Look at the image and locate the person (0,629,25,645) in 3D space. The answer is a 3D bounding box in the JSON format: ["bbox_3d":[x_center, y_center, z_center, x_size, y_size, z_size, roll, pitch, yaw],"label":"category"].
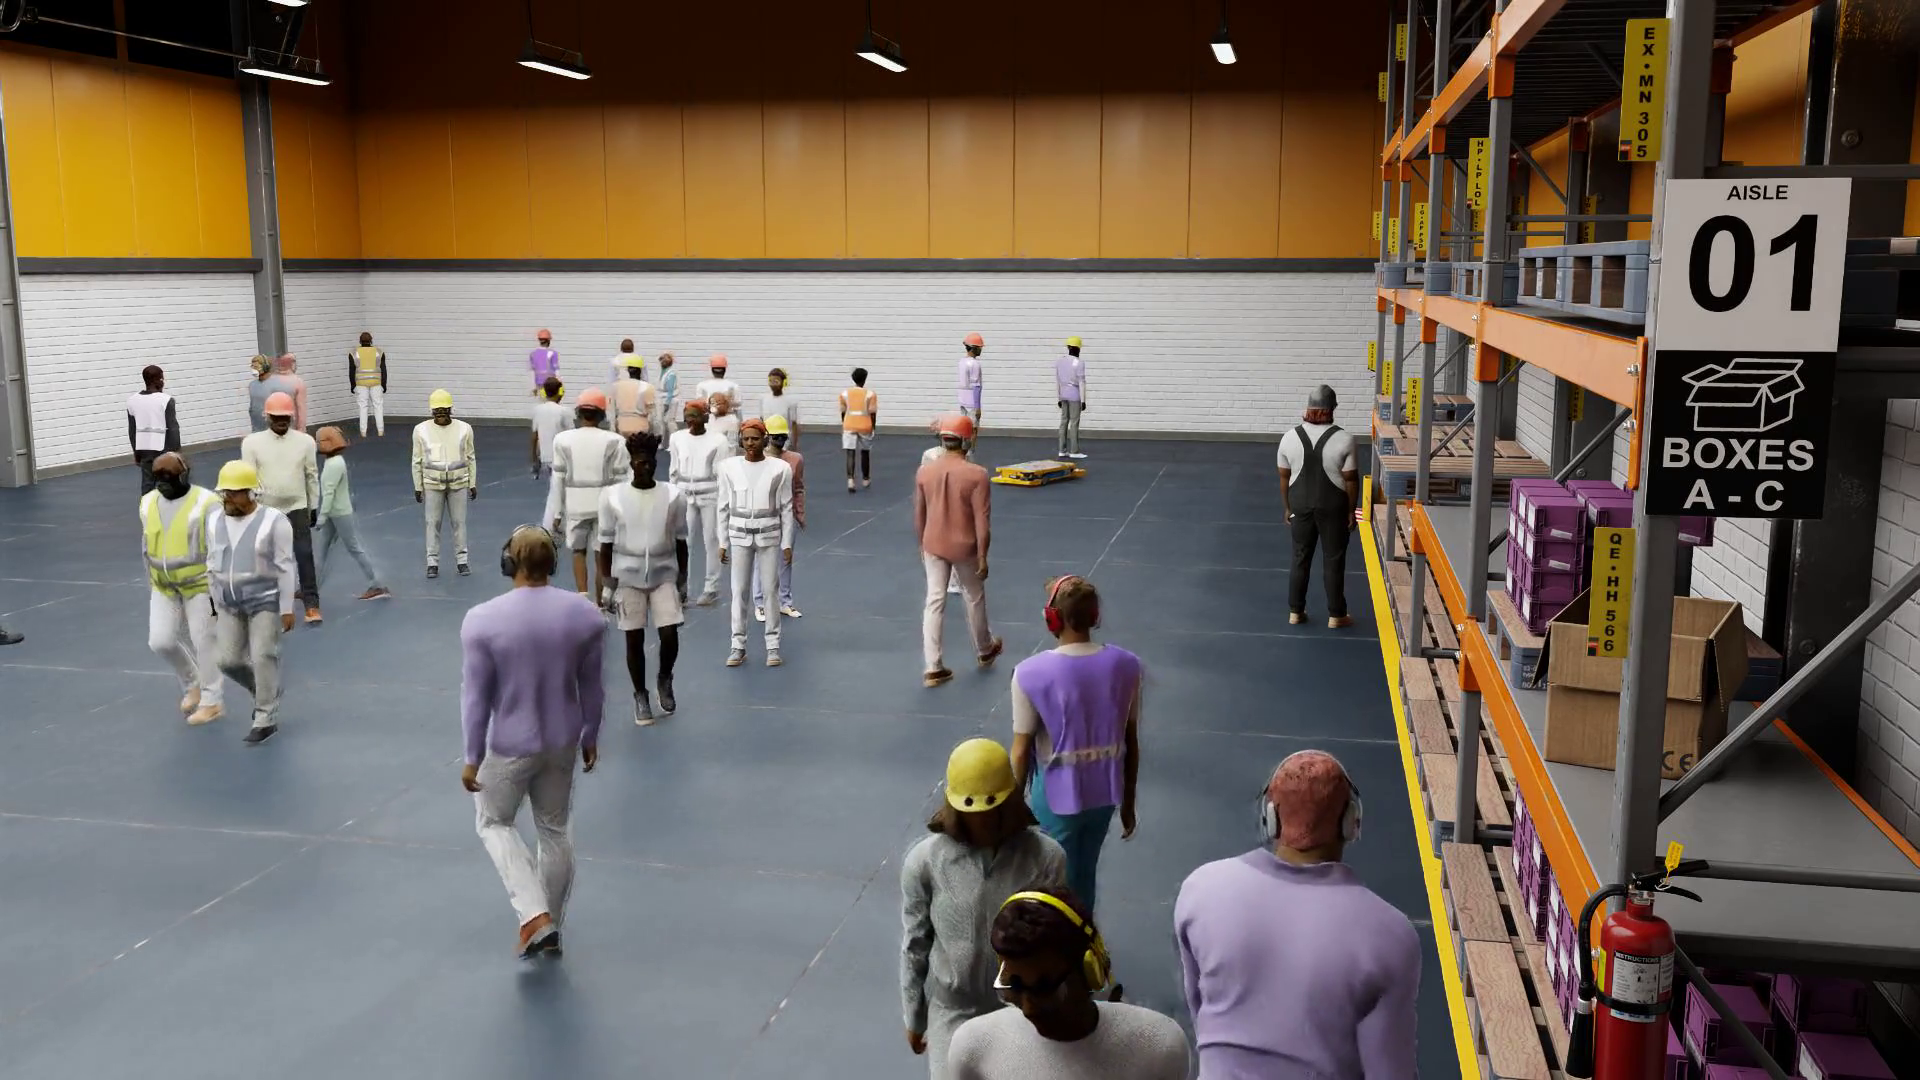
[{"bbox_3d":[-7.856,-0.085,13.084,0.650,1.924,0.564,-6,11,-31],"label":"person"}]

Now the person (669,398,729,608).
[{"bbox_3d":[-2.333,-0.304,14.583,0.614,1.856,0.803,3,10,15],"label":"person"}]

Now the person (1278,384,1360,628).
[{"bbox_3d":[3.036,-0.291,13.968,0.684,2.000,0.538,5,11,30],"label":"person"}]

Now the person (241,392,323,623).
[{"bbox_3d":[-5.700,-0.252,13.992,0.643,1.957,0.915,-5,11,-27],"label":"person"}]

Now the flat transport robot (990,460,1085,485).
[{"bbox_3d":[1.098,-0.947,23.242,0.652,0.197,1.431,7,12,36],"label":"flat transport robot"}]

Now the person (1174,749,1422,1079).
[{"bbox_3d":[0.876,1.424,4.199,0.645,1.853,0.981,5,11,30],"label":"person"}]

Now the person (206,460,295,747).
[{"bbox_3d":[-4.489,0.385,10.577,0.595,1.818,0.497,1,10,8],"label":"person"}]

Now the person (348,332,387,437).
[{"bbox_3d":[-10.428,-2.739,29.313,0.636,1.842,0.429,-4,10,-25],"label":"person"}]

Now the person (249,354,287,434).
[{"bbox_3d":[-8.486,-1.311,20.419,0.629,1.940,0.376,6,11,31],"label":"person"}]

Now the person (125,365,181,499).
[{"bbox_3d":[-8.948,-0.979,18.508,0.587,1.911,0.391,2,10,10],"label":"person"}]

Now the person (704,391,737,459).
[{"bbox_3d":[-2.715,-0.871,18.703,0.523,1.612,0.365,6,11,33],"label":"person"}]

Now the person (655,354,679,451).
[{"bbox_3d":[-4.773,-2.216,26.882,0.623,1.595,0.572,-8,12,-40],"label":"person"}]

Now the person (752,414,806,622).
[{"bbox_3d":[-1.555,-0.191,14.188,0.525,1.769,0.328,-6,11,-30],"label":"person"}]

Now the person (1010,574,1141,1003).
[{"bbox_3d":[0.479,1.045,6.576,0.572,1.820,0.730,-5,10,-25],"label":"person"}]

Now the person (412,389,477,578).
[{"bbox_3d":[-4.996,-0.548,16.146,0.600,1.829,0.404,-4,10,-21],"label":"person"}]

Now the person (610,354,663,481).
[{"bbox_3d":[-4.076,-1.400,21.097,0.607,1.892,0.856,3,10,18],"label":"person"}]

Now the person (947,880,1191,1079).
[{"bbox_3d":[0.249,1.555,3.489,0.546,1.835,0.490,1,9,4],"label":"person"}]

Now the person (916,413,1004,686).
[{"bbox_3d":[-0.005,0.044,12.218,0.651,1.942,0.995,4,10,25],"label":"person"}]

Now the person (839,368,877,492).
[{"bbox_3d":[-1.369,-1.480,22.295,0.523,1.653,0.827,1,9,3],"label":"person"}]

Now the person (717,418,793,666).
[{"bbox_3d":[-1.548,0.020,12.576,0.573,1.882,0.356,0,9,-1],"label":"person"}]

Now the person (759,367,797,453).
[{"bbox_3d":[-2.113,-1.085,19.329,0.544,1.850,0.524,4,10,23],"label":"person"}]

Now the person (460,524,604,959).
[{"bbox_3d":[-1.836,0.888,7.198,0.656,1.928,0.454,-7,12,-37],"label":"person"}]

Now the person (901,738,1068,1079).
[{"bbox_3d":[0.091,1.403,4.754,0.482,1.703,0.780,-2,10,-11],"label":"person"}]

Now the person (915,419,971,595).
[{"bbox_3d":[-0.176,-0.323,15.457,0.538,1.601,0.781,-6,11,-33],"label":"person"}]

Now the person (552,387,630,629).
[{"bbox_3d":[-3.052,-0.260,13.832,0.633,2.023,0.429,-1,9,-6],"label":"person"}]

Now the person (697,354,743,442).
[{"bbox_3d":[-3.054,-1.428,21.257,0.568,1.886,0.995,0,9,0],"label":"person"}]

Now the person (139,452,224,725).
[{"bbox_3d":[-5.102,0.315,10.971,0.637,1.819,0.432,1,10,8],"label":"person"}]

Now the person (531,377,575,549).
[{"bbox_3d":[-4.259,-0.834,17.890,0.550,1.823,0.920,6,11,32],"label":"person"}]

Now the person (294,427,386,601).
[{"bbox_3d":[-5.622,-0.223,14.918,0.859,1.587,0.501,-5,11,-27],"label":"person"}]

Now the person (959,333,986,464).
[{"bbox_3d":[0.190,-1.989,24.215,0.393,2.037,0.606,-3,10,-19],"label":"person"}]

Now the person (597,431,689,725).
[{"bbox_3d":[-2.069,0.255,10.922,0.600,1.952,0.410,-3,10,-15],"label":"person"}]

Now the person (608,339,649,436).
[{"bbox_3d":[-5.434,-2.386,27.288,0.648,1.802,0.889,-2,10,-10],"label":"person"}]

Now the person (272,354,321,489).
[{"bbox_3d":[-8.759,-1.495,21.779,0.658,1.858,0.991,1,10,8],"label":"person"}]

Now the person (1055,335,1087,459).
[{"bbox_3d":[1.759,-2.237,26.032,0.382,1.924,0.594,-8,12,-40],"label":"person"}]

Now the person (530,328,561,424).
[{"bbox_3d":[-7.230,-2.715,28.935,0.558,1.918,0.764,4,10,22],"label":"person"}]
